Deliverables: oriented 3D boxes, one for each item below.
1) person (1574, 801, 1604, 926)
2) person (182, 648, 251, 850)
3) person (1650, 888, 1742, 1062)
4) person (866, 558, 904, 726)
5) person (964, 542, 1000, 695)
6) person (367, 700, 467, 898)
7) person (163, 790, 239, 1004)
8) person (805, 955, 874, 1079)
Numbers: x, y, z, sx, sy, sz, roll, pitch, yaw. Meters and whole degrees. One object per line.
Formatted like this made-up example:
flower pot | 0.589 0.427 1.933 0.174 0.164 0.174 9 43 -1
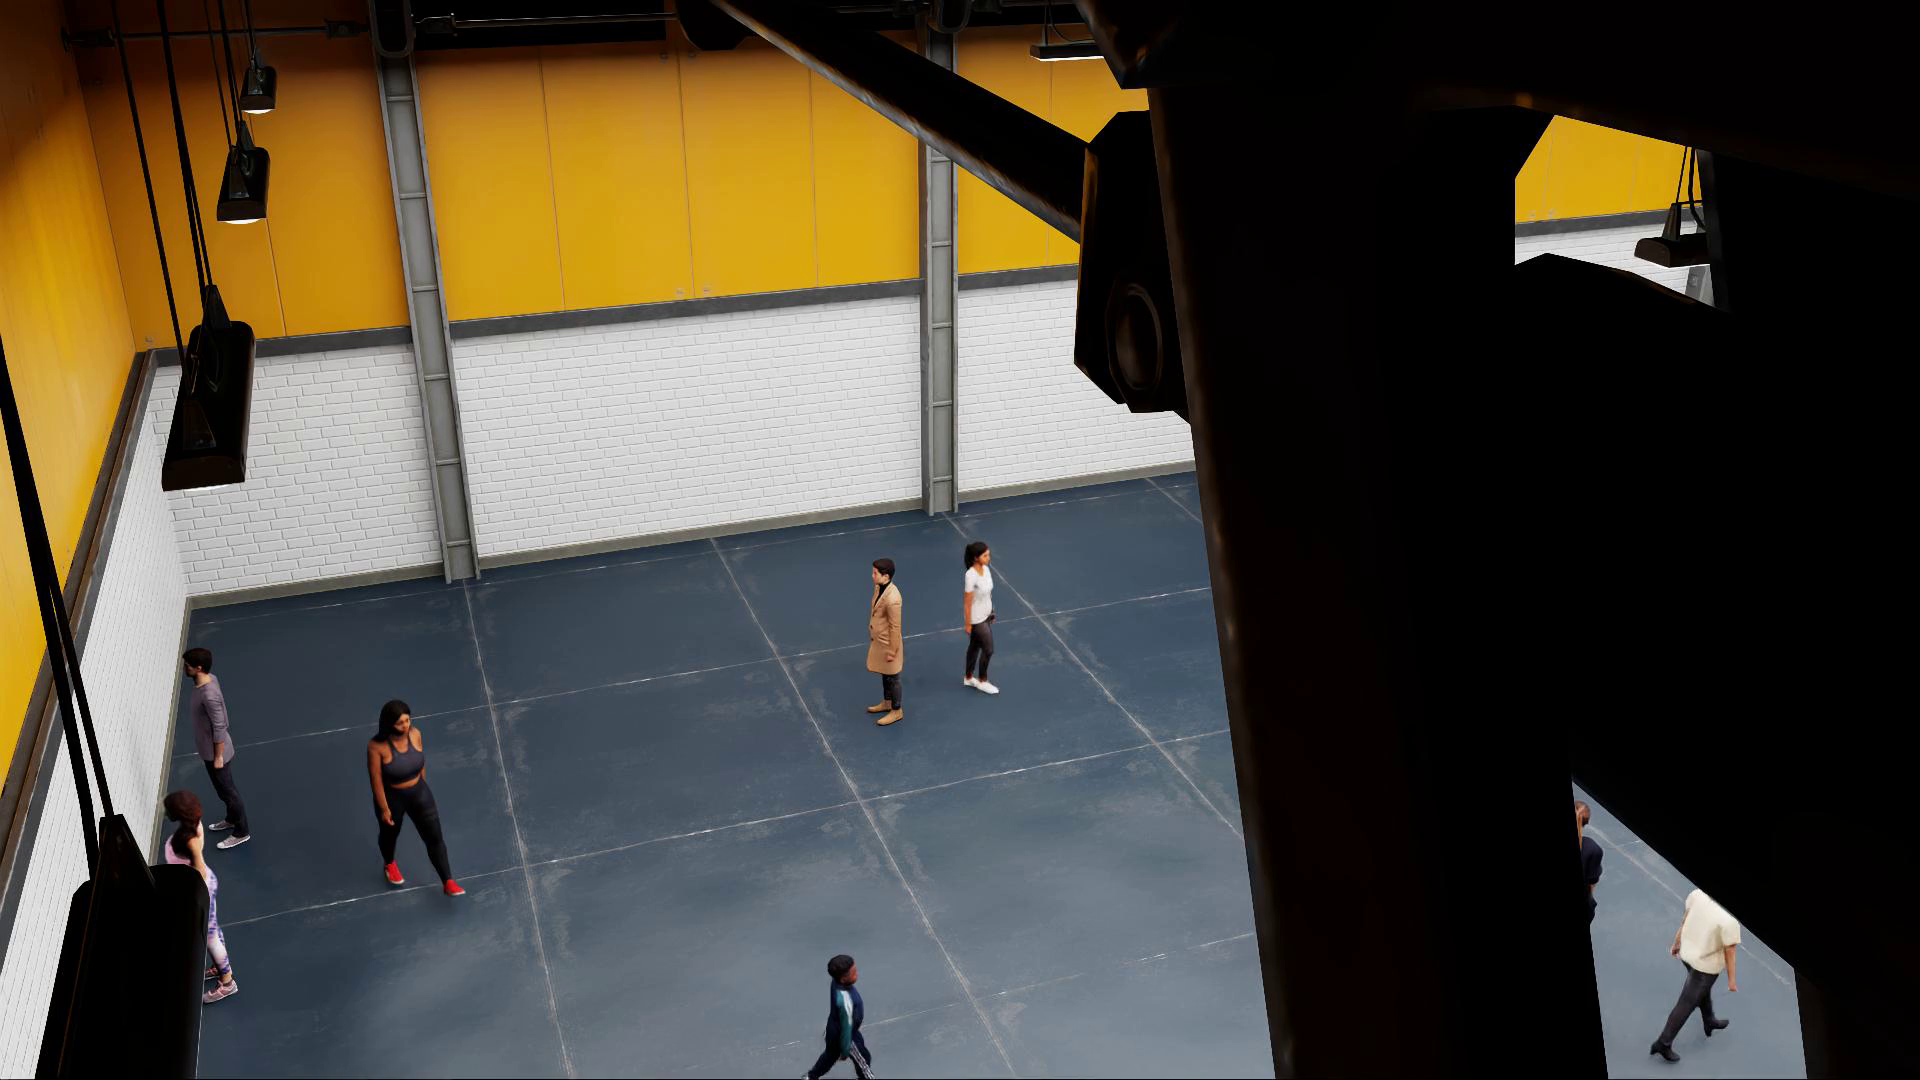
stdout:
person | 4.515 2.689 12.436 0.719 1.683 0.767 12 26 25
person | -6.422 1.761 14.346 0.614 1.854 0.714 -14 27 -29
person | 5.209 3.027 11.832 0.979 1.547 0.689 -5 24 -11
person | -0.712 0.969 16.315 0.608 1.727 0.648 -9 25 -20
person | 0.108 0.770 16.887 0.811 1.634 0.751 10 26 22
person | -4.638 2.109 13.664 1.254 1.761 1.095 -22 32 -40
person | -5.697 2.632 12.457 0.552 1.770 0.616 -11 26 -24
person | -0.854 3.368 11.439 0.896 1.236 0.561 -6 24 -14
